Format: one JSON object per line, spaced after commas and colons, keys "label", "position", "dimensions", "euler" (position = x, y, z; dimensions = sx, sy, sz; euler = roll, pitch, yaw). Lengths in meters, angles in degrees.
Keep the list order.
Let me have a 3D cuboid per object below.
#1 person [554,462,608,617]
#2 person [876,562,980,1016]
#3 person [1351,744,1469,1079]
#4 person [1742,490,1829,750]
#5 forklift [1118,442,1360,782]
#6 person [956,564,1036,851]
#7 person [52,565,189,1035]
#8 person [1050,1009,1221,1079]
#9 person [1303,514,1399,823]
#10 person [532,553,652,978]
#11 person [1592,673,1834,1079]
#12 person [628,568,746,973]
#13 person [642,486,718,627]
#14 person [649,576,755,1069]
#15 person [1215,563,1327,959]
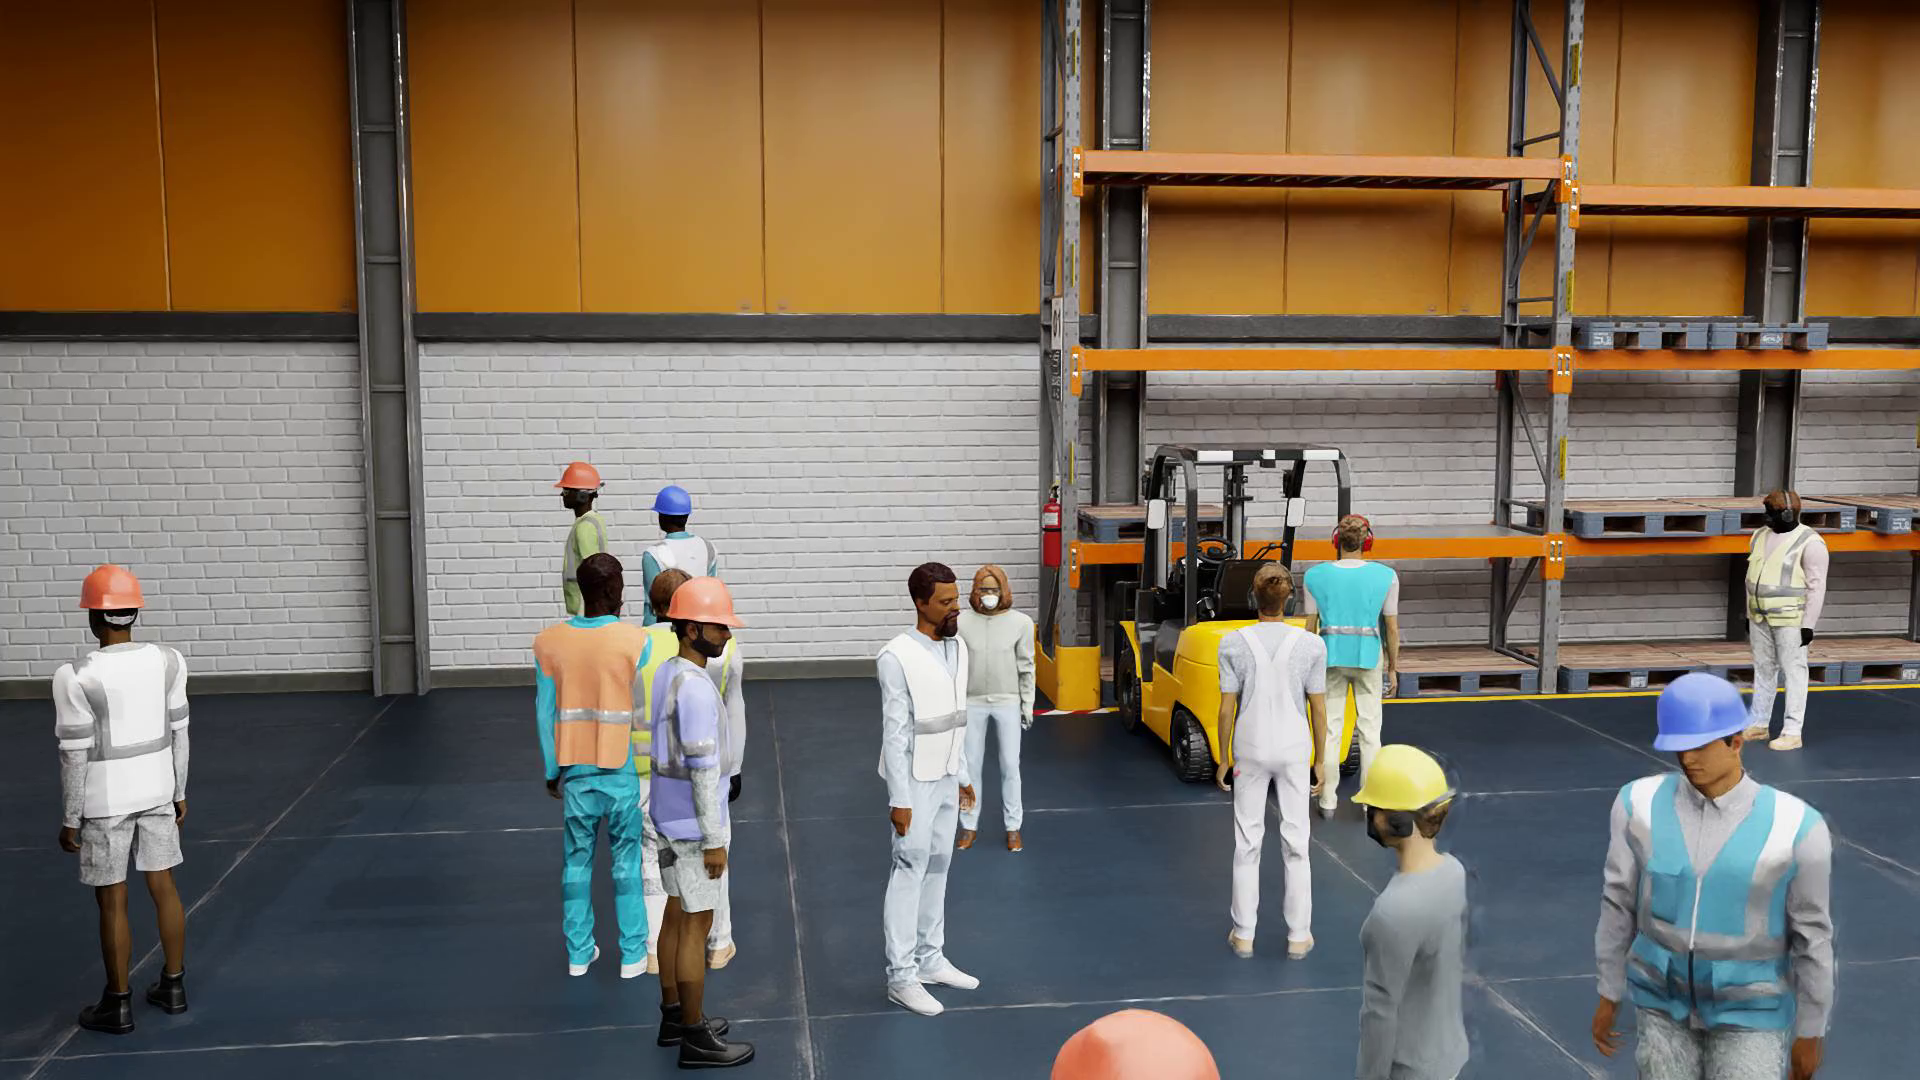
{"label": "person", "position": [-2.635, 0.473, 11.648], "dimensions": [0.370, 2.048, 0.608], "euler": [-1, 7, -10]}
{"label": "person", "position": [-0.145, 1.045, 7.198], "dimensions": [0.391, 1.920, 0.588], "euler": [4, 7, 30]}
{"label": "person", "position": [1.231, 1.428, 4.567], "dimensions": [0.390, 1.754, 0.529], "euler": [4, 8, 32]}
{"label": "person", "position": [5.808, 0.560, 11.795], "dimensions": [0.430, 1.841, 0.624], "euler": [-2, 7, -19]}
{"label": "forklift", "position": [1.912, 0.418, 11.496], "dimensions": [1.214, 2.155, 2.313], "euler": [-1, 7, -8]}
{"label": "person", "position": [0.174, 0.943, 9.378], "dimensions": [0.505, 1.627, 0.277], "euler": [1, 7, 5]}
{"label": "person", "position": [-3.483, 1.068, 6.920], "dimensions": [0.361, 1.938, 0.545], "euler": [4, 8, 34]}
{"label": "person", "position": [0.254, 1.591, 2.361], "dimensions": [0.378, 1.933, 0.550], "euler": [-5, 8, -38]}
{"label": "person", "position": [2.326, 0.770, 9.927], "dimensions": [0.563, 1.844, 0.388], "euler": [2, 7, 17]}
{"label": "person", "position": [-1.614, 1.016, 7.479], "dimensions": [0.587, 1.914, 0.392], "euler": [1, 7, 12]}
{"label": "person", "position": [2.166, 1.321, 4.786], "dimensions": [0.617, 1.921, 0.492], "euler": [6, 9, 40]}
{"label": "person", "position": [-1.285, 1.046, 7.559], "dimensions": [0.624, 1.838, 0.430], "euler": [-1, 7, -8]}
{"label": "person", "position": [-1.824, 0.621, 10.777], "dimensions": [0.383, 1.951, 0.605], "euler": [5, 8, 35]}
{"label": "person", "position": [-1.040, 1.106, 6.609], "dimensions": [0.376, 1.933, 0.545], "euler": [-3, 7, -23]}
{"label": "person", "position": [1.441, 1.022, 7.719], "dimensions": [0.504, 1.847, 0.344], "euler": [1, 7, 10]}
